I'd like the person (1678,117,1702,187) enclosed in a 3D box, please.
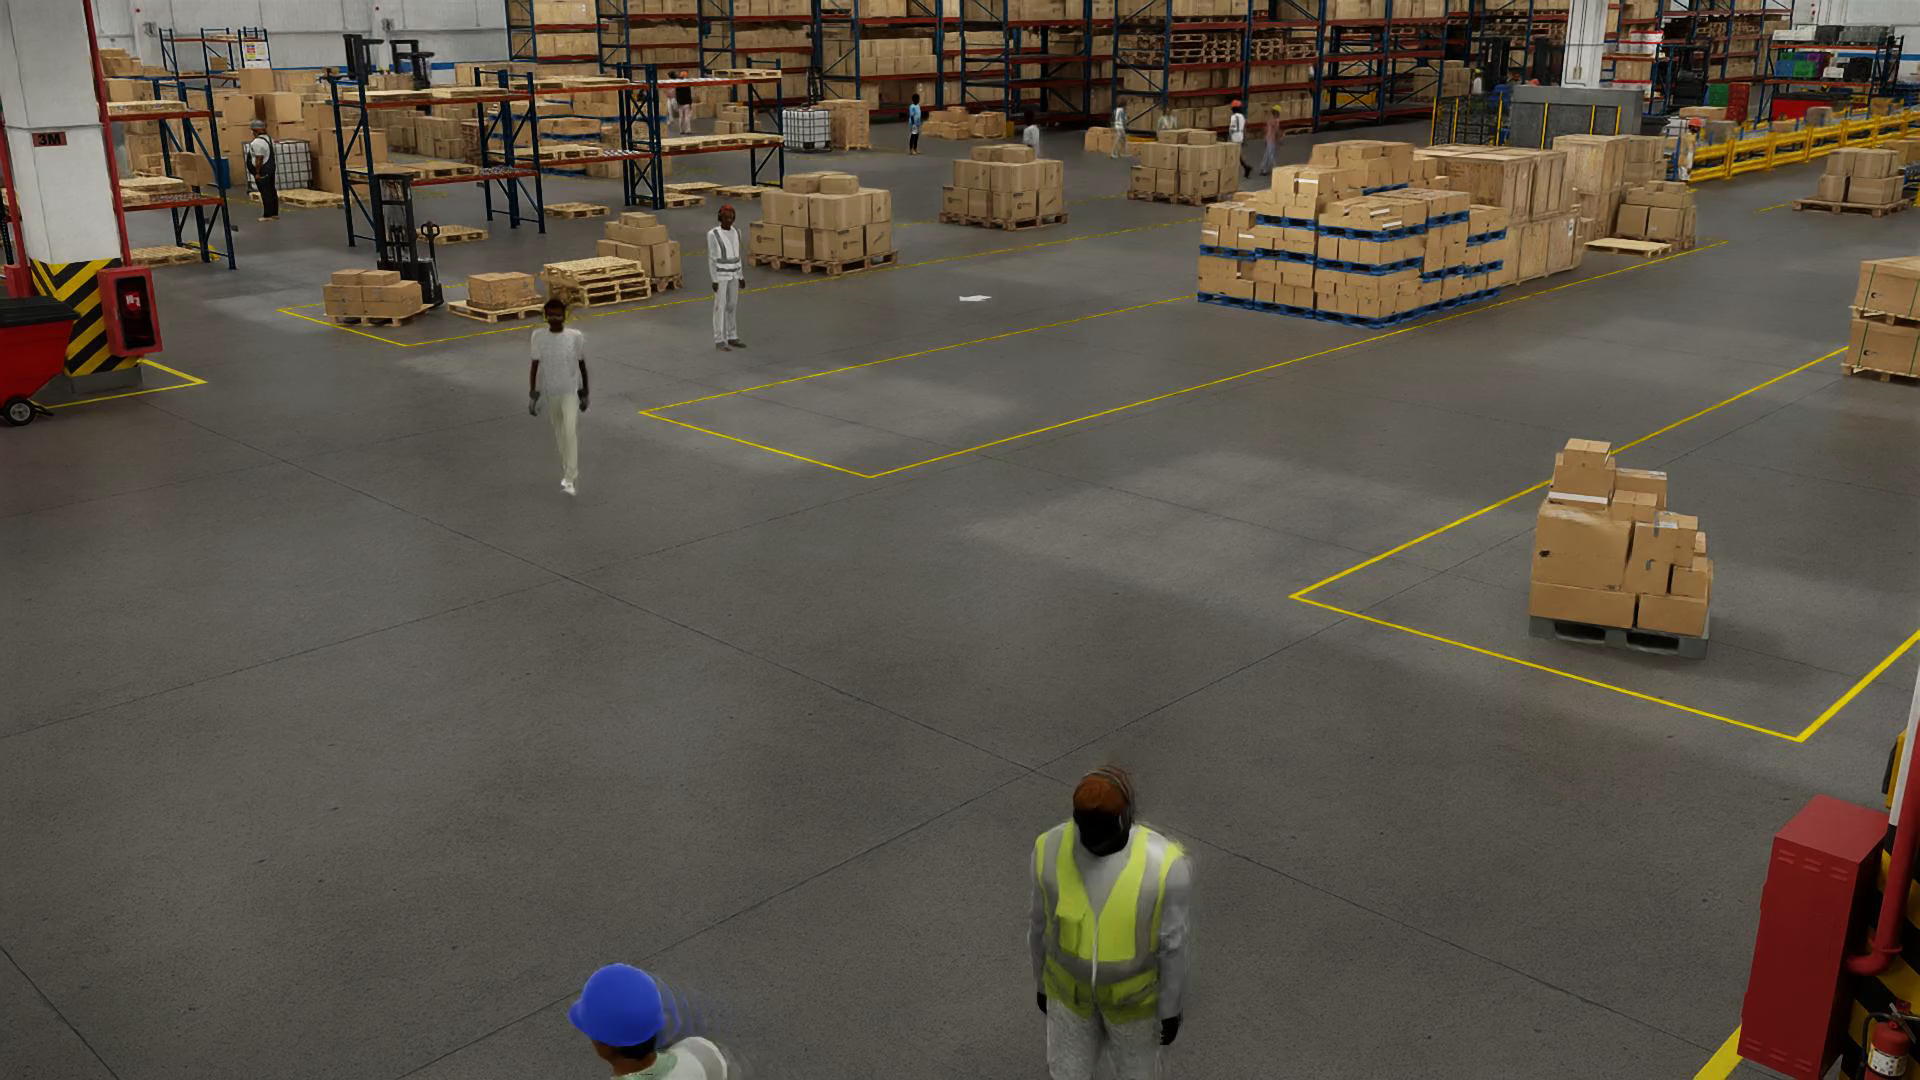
[{"bbox_3d":[15.441,-7.973,35.284,0.376,1.933,0.545,3,19,9],"label":"person"}]

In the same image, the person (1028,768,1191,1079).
[{"bbox_3d":[0.566,1.677,6.383,0.624,1.824,0.756,5,19,14],"label":"person"}]

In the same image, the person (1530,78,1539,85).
[{"bbox_3d":[17.595,-13.177,50.991,0.790,1.911,0.552,-15,24,-38],"label":"person"}]

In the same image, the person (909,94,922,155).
[{"bbox_3d":[-1.266,-11.773,47.115,0.320,1.691,0.531,8,20,22],"label":"person"}]

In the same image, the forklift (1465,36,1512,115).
[{"bbox_3d":[19.973,-17.201,61.605,1.873,2.768,1.129,16,24,40],"label":"forklift"}]

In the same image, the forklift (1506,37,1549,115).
[{"bbox_3d":[21.020,-16.854,60.559,1.873,2.768,1.129,2,18,6],"label":"forklift"}]

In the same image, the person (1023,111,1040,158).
[{"bbox_3d":[1.556,-8.656,37.381,1.012,1.905,0.620,13,22,34],"label":"person"}]

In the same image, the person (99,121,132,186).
[{"bbox_3d":[-20.047,-9.311,39.410,1.049,1.896,0.639,12,22,33],"label":"person"}]

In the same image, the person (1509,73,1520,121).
[{"bbox_3d":[19.788,-15.806,59.348,0.280,1.636,0.500,8,20,23],"label":"person"}]

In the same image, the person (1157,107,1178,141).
[{"bbox_3d":[5.412,-10.469,43.354,0.511,1.581,0.900,-6,19,-18],"label":"person"}]

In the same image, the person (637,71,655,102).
[{"bbox_3d":[-10.604,-14.975,56.446,0.703,1.891,0.565,9,20,26],"label":"person"}]

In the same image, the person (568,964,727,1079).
[{"bbox_3d":[-0.908,2.110,4.977,1.042,1.896,0.607,14,23,36],"label":"person"}]

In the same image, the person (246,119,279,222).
[{"bbox_3d":[-14.101,-7.459,33.566,0.538,2.000,0.688,0,18,1],"label":"person"}]

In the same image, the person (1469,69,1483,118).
[{"bbox_3d":[18.840,-16.226,60.460,0.549,1.736,0.536,17,25,42],"label":"person"}]

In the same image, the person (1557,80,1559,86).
[{"bbox_3d":[20.801,-15.225,57.600,0.499,1.634,0.285,-9,20,-25],"label":"person"}]

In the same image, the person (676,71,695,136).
[{"bbox_3d":[-8.816,-13.986,53.302,0.625,1.992,0.388,13,22,34],"label":"person"}]

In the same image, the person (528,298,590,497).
[{"bbox_3d":[-3.722,-1.317,15.406,0.506,1.825,0.932,1,18,2],"label":"person"}]

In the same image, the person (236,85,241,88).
[{"bbox_3d":[-20.195,-11.836,46.914,0.373,1.940,0.628,4,19,12],"label":"person"}]

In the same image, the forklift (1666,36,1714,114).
[{"bbox_3d":[27.341,-17.291,61.877,1.129,2.768,1.873,17,25,41],"label":"forklift"}]

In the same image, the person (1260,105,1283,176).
[{"bbox_3d":[7.912,-10.022,41.775,0.742,1.723,0.522,-3,19,-8],"label":"person"}]

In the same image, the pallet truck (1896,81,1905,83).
[{"bbox_3d":[34.802,-16.331,61.455,0.653,1.274,1.630,17,25,41],"label":"pallet truck"}]

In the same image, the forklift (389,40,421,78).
[{"bbox_3d":[-19.254,-15.989,57.955,1.873,2.768,1.129,17,25,41],"label":"forklift"}]

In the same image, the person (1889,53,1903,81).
[{"bbox_3d":[39.722,-19.801,70.923,1.009,1.947,0.667,-1,18,-2],"label":"person"}]

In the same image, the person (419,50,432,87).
[{"bbox_3d":[-23.404,-20.416,72.765,0.553,1.935,0.364,-7,19,-19],"label":"person"}]

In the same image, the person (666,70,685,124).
[{"bbox_3d":[-9.910,-15.368,57.738,0.650,1.825,0.631,-16,24,-40],"label":"person"}]

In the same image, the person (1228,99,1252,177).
[{"bbox_3d":[6.913,-9.932,41.214,0.778,1.919,0.545,12,22,32],"label":"person"}]

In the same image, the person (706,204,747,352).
[{"bbox_3d":[-3.027,-3.412,21.616,0.355,1.886,0.572,13,22,34],"label":"person"}]

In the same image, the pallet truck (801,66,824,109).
[{"bbox_3d":[-4.812,-15.182,56.903,0.823,1.965,1.885,-9,21,-26],"label":"pallet truck"}]

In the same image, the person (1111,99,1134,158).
[{"bbox_3d":[4.552,-11.388,46.071,0.785,1.601,0.536,-2,18,-6],"label":"person"}]

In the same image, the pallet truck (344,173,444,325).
[{"bbox_3d":[-8.209,-4.181,23.757,0.823,1.965,1.885,3,19,9],"label":"pallet truck"}]

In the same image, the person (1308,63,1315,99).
[{"bbox_3d":[14.908,-19.425,70.176,0.542,1.678,0.477,9,20,25],"label":"person"}]

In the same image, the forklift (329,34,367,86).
[{"bbox_3d":[-23.552,-18.268,64.821,1.129,2.768,1.873,17,25,41],"label":"forklift"}]
